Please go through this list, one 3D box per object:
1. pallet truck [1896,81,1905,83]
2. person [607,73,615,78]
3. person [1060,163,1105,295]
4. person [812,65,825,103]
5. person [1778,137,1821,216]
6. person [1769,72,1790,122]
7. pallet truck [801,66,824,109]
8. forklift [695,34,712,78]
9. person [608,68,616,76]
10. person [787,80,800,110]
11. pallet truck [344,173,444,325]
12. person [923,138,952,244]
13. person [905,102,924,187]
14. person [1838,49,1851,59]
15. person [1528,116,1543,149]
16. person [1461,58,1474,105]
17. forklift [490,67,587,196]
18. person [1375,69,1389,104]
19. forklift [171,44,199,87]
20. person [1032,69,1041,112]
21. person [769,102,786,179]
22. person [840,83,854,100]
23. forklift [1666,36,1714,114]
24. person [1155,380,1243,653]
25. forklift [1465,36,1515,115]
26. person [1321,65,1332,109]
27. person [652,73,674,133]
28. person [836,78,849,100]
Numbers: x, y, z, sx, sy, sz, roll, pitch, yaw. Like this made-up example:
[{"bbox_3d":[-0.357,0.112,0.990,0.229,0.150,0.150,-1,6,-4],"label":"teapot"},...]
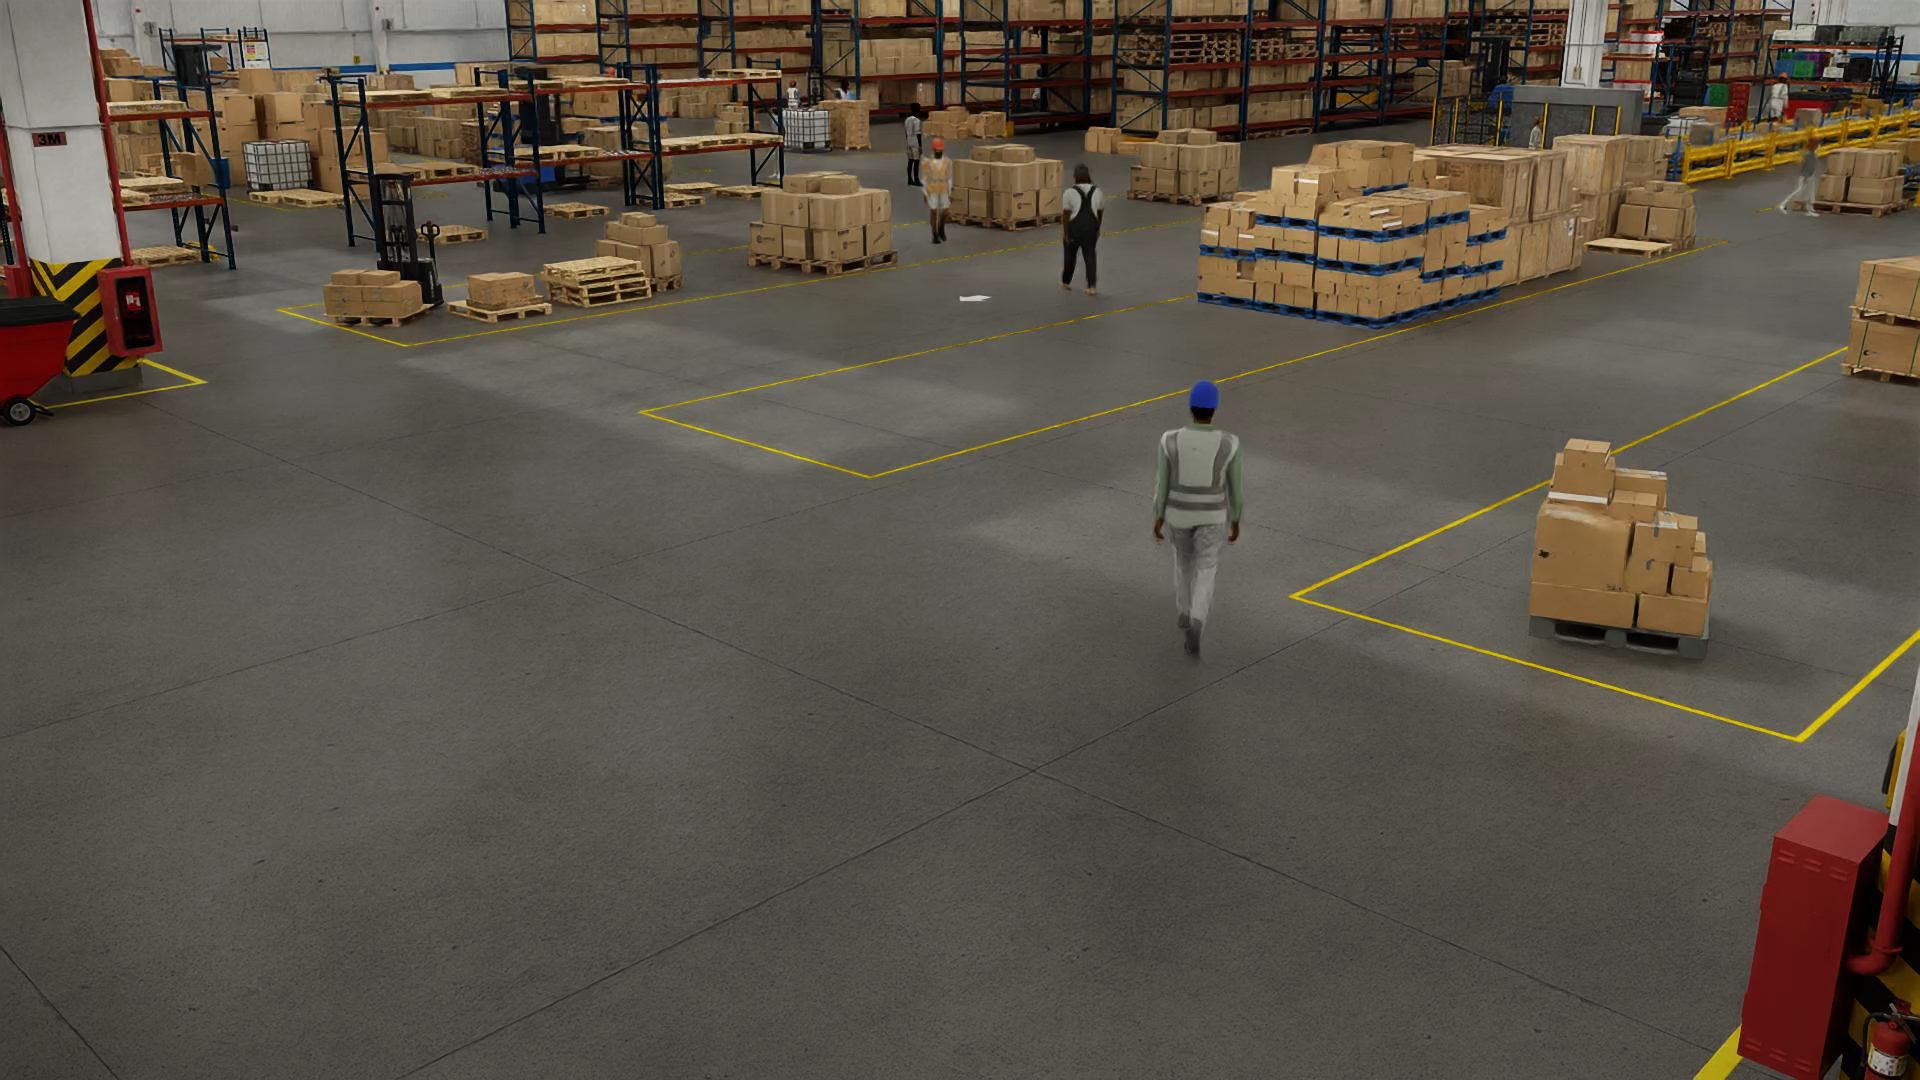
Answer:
[{"bbox_3d":[34.802,-16.331,61.455,0.653,1.274,1.630,17,25,41],"label":"pallet truck"},{"bbox_3d":[-11.066,-13.721,52.542,0.531,1.976,0.636,11,21,30],"label":"person"},{"bbox_3d":[1.877,-4.819,25.613,0.697,2.000,1.036,-6,19,-16],"label":"person"},{"bbox_3d":[-5.149,-16.453,60.972,0.429,1.847,0.625,13,22,33],"label":"person"},{"bbox_3d":[17.520,-7.549,34.523,0.516,1.609,0.769,-17,25,-41],"label":"person"},{"bbox_3d":[25.605,-13.565,51.975,0.417,2.031,0.710,-6,19,-18],"label":"person"},{"bbox_3d":[-4.812,-15.182,56.903,0.823,1.965,1.885,-9,21,-26],"label":"pallet truck"},{"bbox_3d":[-9.855,-18.236,64.726,1.129,2.768,1.873,17,25,41],"label":"forklift"},{"bbox_3d":[-12.261,-15.656,58.534,1.010,1.879,0.544,11,22,31],"label":"person"},{"bbox_3d":[-5.497,-14.357,54.976,0.514,1.641,0.309,10,21,28],"label":"person"},{"bbox_3d":[-8.209,-4.181,23.757,0.823,1.965,1.885,3,19,9],"label":"pallet truck"},{"bbox_3d":[-0.405,-6.413,30.599,0.561,1.924,0.407,-4,19,-13],"label":"person"},{"bbox_3d":[-1.074,-9.385,39.487,0.365,1.965,0.608,-12,22,-32],"label":"person"},{"bbox_3d":[40.517,-21.609,76.321,0.654,1.955,0.885,5,19,15],"label":"person"},{"bbox_3d":[13.646,-9.215,39.483,0.307,1.641,0.513,5,19,15],"label":"person"},{"bbox_3d":[20.332,-18.442,66.934,0.934,1.879,0.643,-16,24,-40],"label":"person"},{"bbox_3d":[-9.725,-9.363,37.990,1.129,2.768,1.873,17,25,41],"label":"forklift"},{"bbox_3d":[15.755,-16.742,62.109,0.535,1.673,0.685,-17,25,-42],"label":"person"},{"bbox_3d":[-24.593,-14.348,53.009,1.129,2.768,1.873,17,25,41],"label":"forklift"},{"bbox_3d":[2.867,-16.482,61.290,0.547,1.678,0.552,17,25,42],"label":"person"},{"bbox_3d":[-4.538,-9.911,41.227,0.313,1.866,0.538,-17,25,-42],"label":"person"},{"bbox_3d":[-3.624,-13.893,53.567,0.864,1.631,0.577,12,22,31],"label":"person"},{"bbox_3d":[27.341,-17.291,61.877,1.129,2.768,1.873,17,25,41],"label":"forklift"},{"bbox_3d":[1.684,-0.174,11.827,0.625,1.920,0.884,6,19,17],"label":"person"},{"bbox_3d":[19.973,-17.201,61.605,1.873,2.768,1.129,16,24,40],"label":"forklift"},{"bbox_3d":[13.827,-16.947,62.585,0.534,1.766,0.317,13,22,34],"label":"person"},{"bbox_3d":[-9.688,-14.182,54.020,0.867,1.902,0.653,-5,19,-14],"label":"person"},{"bbox_3d":[-3.517,-13.301,51.398,0.741,1.900,0.585,13,22,33],"label":"person"}]
